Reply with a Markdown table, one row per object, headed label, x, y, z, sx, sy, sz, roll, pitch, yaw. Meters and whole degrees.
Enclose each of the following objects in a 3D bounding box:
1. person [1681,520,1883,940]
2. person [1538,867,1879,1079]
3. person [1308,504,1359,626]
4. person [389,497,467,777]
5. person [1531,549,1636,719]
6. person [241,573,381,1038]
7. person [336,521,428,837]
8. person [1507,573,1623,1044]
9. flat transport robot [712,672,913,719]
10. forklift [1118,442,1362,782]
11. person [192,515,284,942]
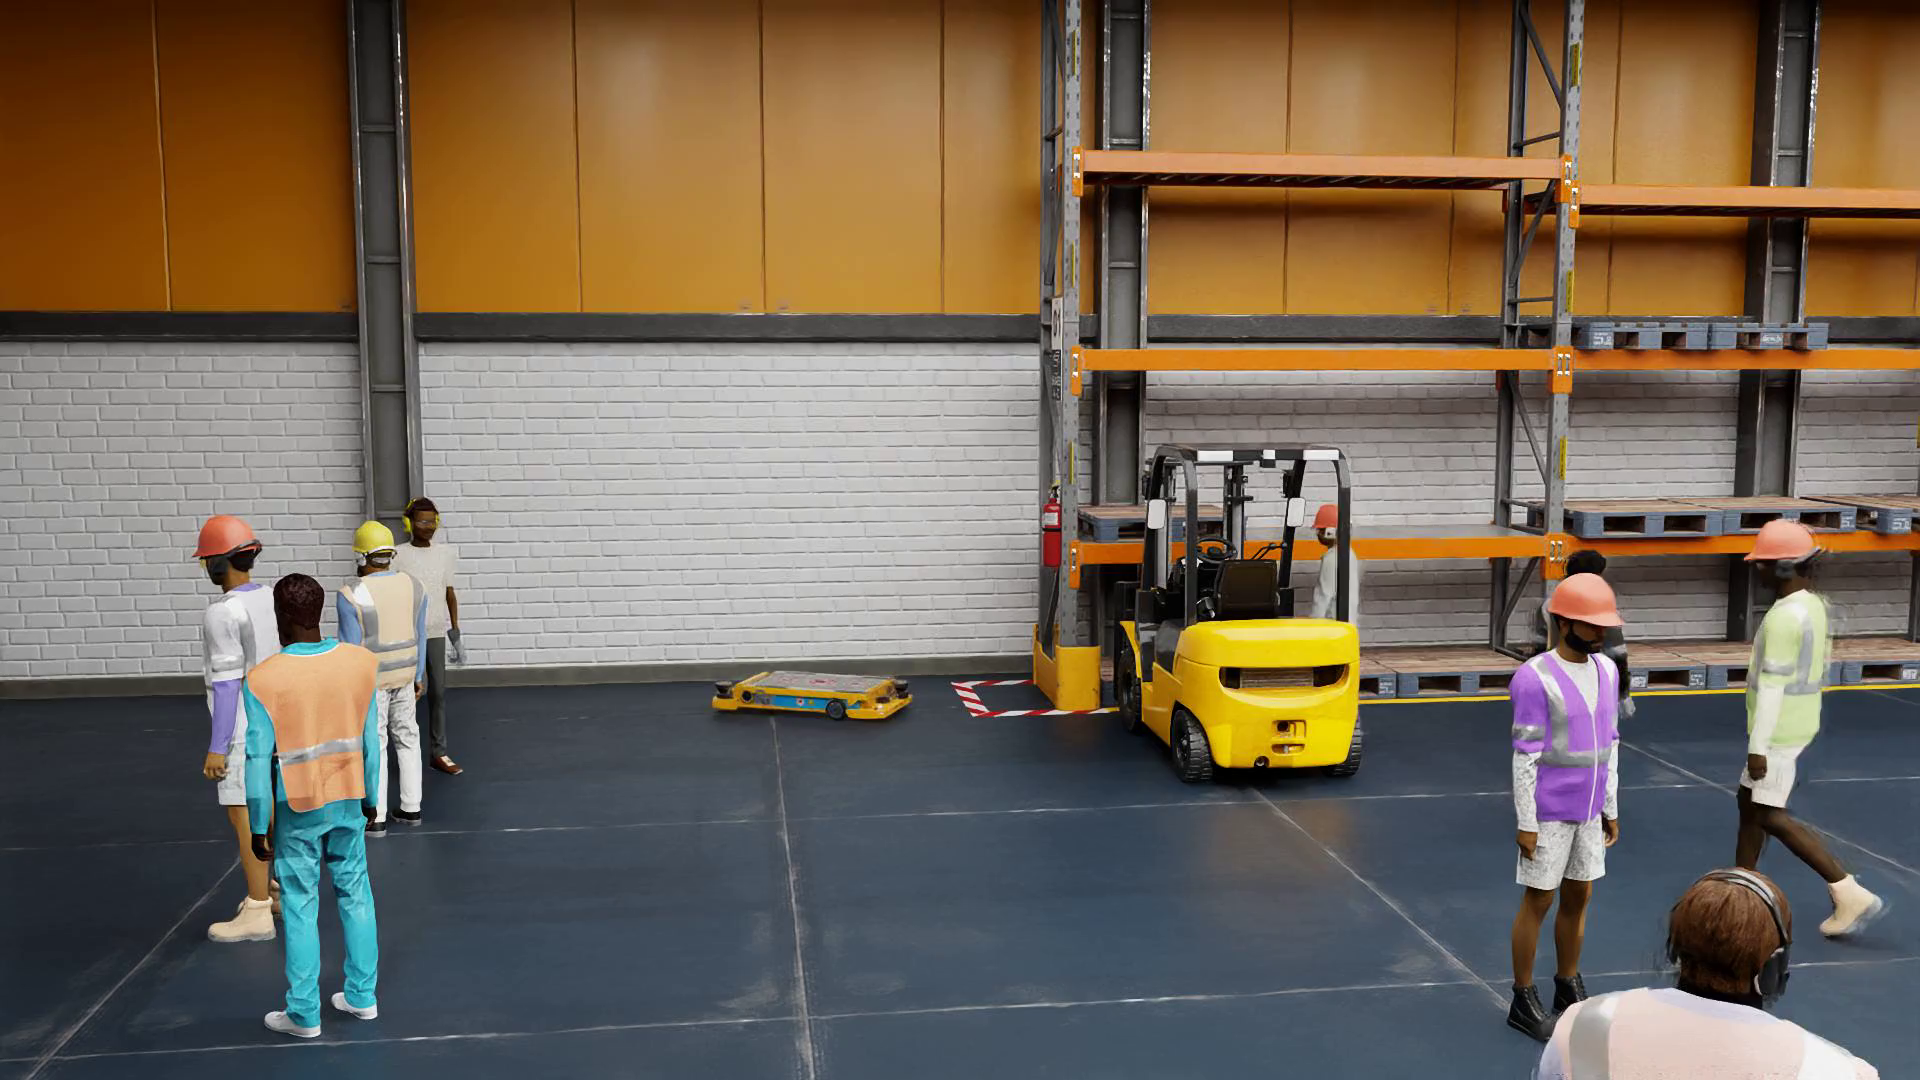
| label | x | y | z | sx | sy | sz | roll | pitch | yaw |
| --- | --- | --- | --- | --- | --- | --- | --- | --- | --- |
| person | 3.988 | 0.909 | 8.003 | 0.870 | 2.016 | 0.619 | 5 | 8 | 37 |
| person | 1.499 | 1.539 | 3.313 | 0.632 | 1.819 | 0.702 | 6 | 9 | 43 |
| person | 2.606 | 0.615 | 11.737 | 0.369 | 1.742 | 0.595 | 3 | 7 | 23 |
| person | -3.520 | 0.643 | 10.949 | 0.540 | 1.869 | 0.317 | -6 | 9 | -41 |
| person | 3.584 | 0.890 | 9.587 | 0.584 | 1.663 | 0.561 | -4 | 8 | -31 |
| person | -2.654 | 1.089 | 6.864 | 0.397 | 1.911 | 0.587 | 5 | 8 | 39 |
| person | -3.381 | 0.803 | 9.688 | 0.403 | 1.834 | 0.587 | 4 | 8 | 34 |
| person | 2.493 | 1.088 | 6.790 | 0.544 | 1.930 | 0.388 | -3 | 7 | -28 |
| flat transport robot | -1.149 | 1.199 | 12.999 | 1.431 | 0.197 | 0.652 | 2 | 7 | 17 |
| forklift | 1.912 | 0.418 | 11.496 | 1.214 | 2.155 | 2.313 | -1 | 7 | -8 |
| person | -3.457 | 0.895 | 7.981 | 0.390 | 2.039 | 0.614 | 0 | 7 | 4 |
